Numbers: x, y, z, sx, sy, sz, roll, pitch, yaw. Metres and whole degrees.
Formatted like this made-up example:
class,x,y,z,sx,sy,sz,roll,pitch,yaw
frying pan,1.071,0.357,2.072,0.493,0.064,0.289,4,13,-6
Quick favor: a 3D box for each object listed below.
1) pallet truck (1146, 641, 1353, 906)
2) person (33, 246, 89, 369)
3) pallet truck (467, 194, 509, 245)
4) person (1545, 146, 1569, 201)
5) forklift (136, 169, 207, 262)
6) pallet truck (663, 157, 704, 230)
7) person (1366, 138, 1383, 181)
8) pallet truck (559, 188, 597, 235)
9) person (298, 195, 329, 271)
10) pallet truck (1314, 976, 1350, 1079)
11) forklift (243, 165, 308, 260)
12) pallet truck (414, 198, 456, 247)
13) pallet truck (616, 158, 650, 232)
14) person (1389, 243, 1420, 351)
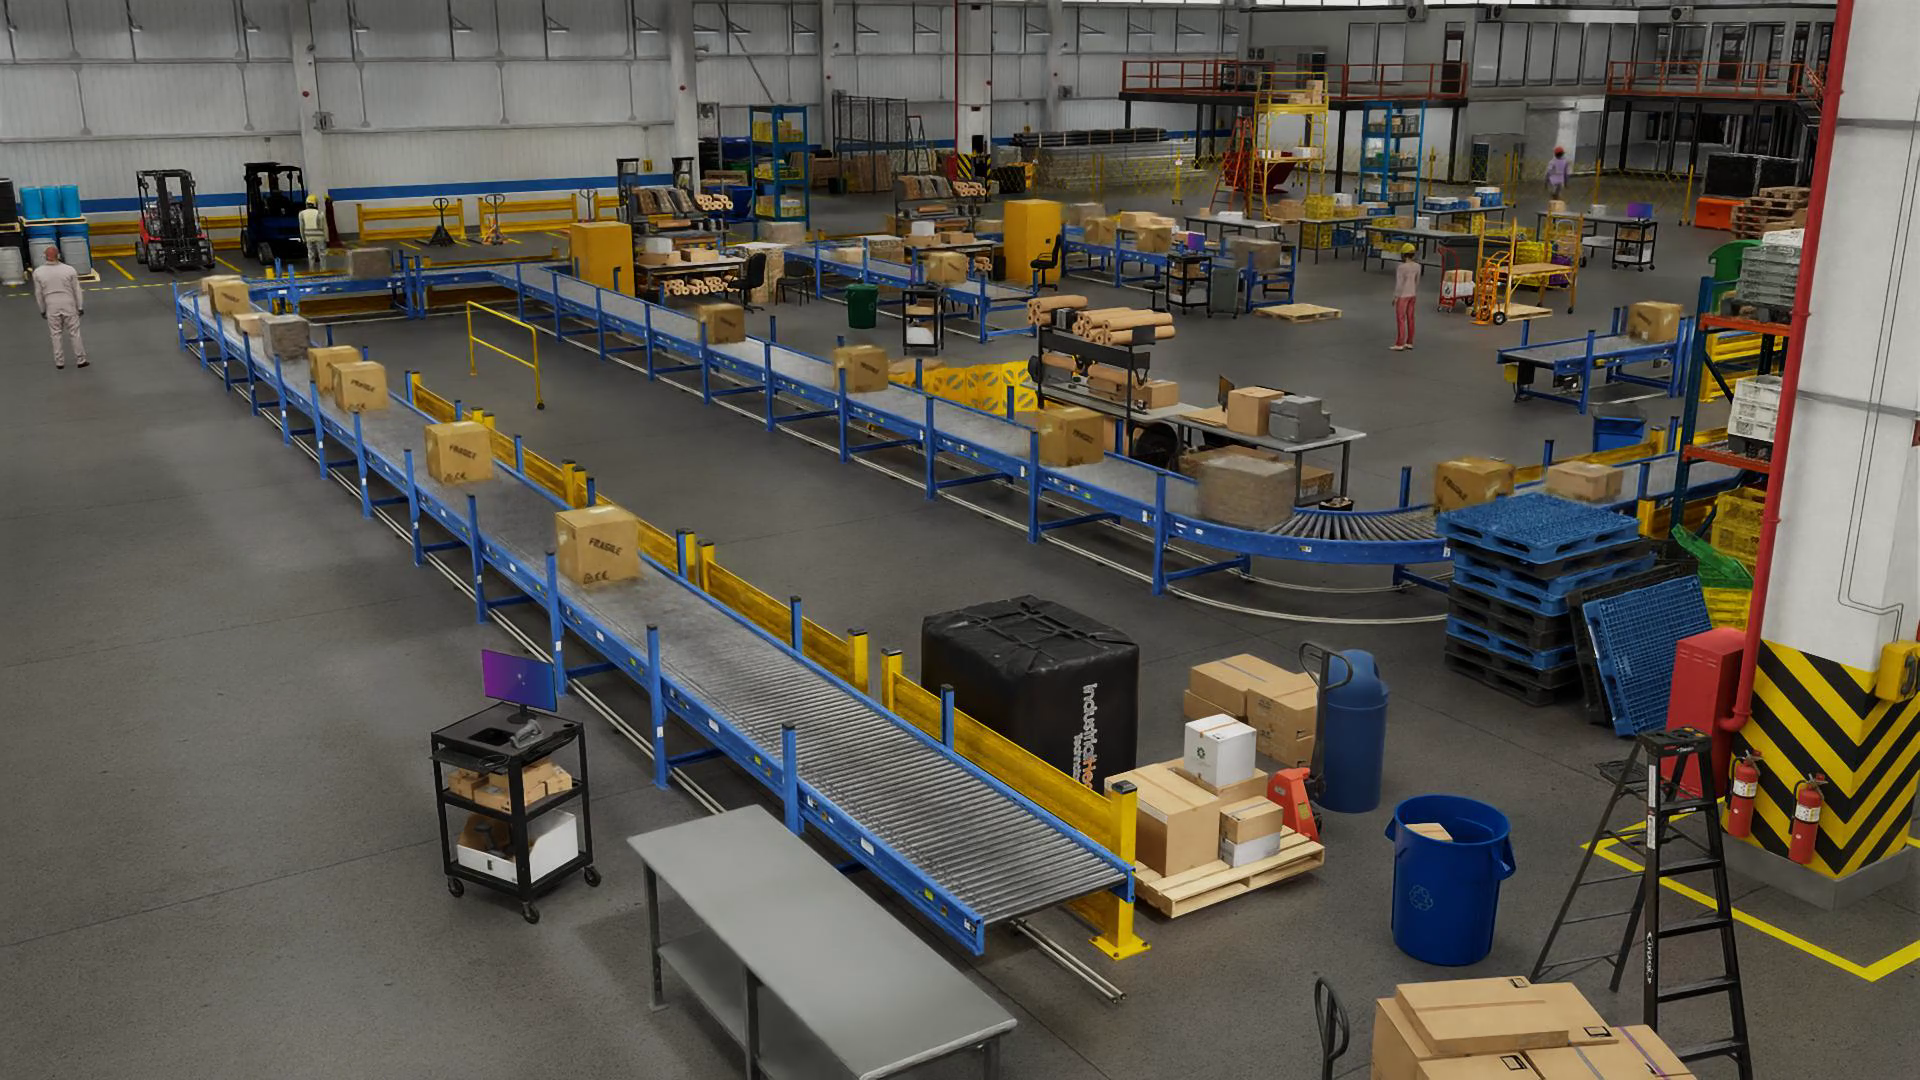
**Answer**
class,x,y,z,sx,sy,sz,roll,pitch,yaw
pallet truck,1.664,1.407,10.232,1.630,1.274,0.653,-10,20,-31
person,-14.011,-3.626,25.935,0.642,1.913,0.410,-6,18,-18
pallet truck,-11.983,-8.177,42.137,0.704,1.261,1.522,-11,20,-33
person,17.388,-10.444,48.458,0.620,2.013,0.921,-3,17,-11
forklift,-17.842,-7.318,37.559,1.157,1.987,2.680,-10,20,-31
pallet truck,-7.586,-9.308,44.692,0.823,1.965,1.885,-11,20,-33
person,15.133,-14.024,60.602,0.595,1.871,0.543,-11,20,-31
pallet truck,-10.010,-8.652,43.699,0.653,1.274,1.630,-10,20,-31
person,-13.657,-6.383,35.248,0.591,1.829,0.404,0,17,0
pallet truck,2.299,2.390,7.086,1.601,1.201,0.680,-2,17,-7
forklift,-15.898,-7.669,38.708,1.157,1.987,2.680,-11,20,-33
pallet truck,-13.250,-8.060,41.856,0.680,1.201,1.601,-10,20,-31
pallet truck,-8.918,-9.176,44.255,0.823,1.965,1.885,-9,19,-27
person,7.345,-4.014,27.475,0.533,1.766,0.316,-11,20,-32
